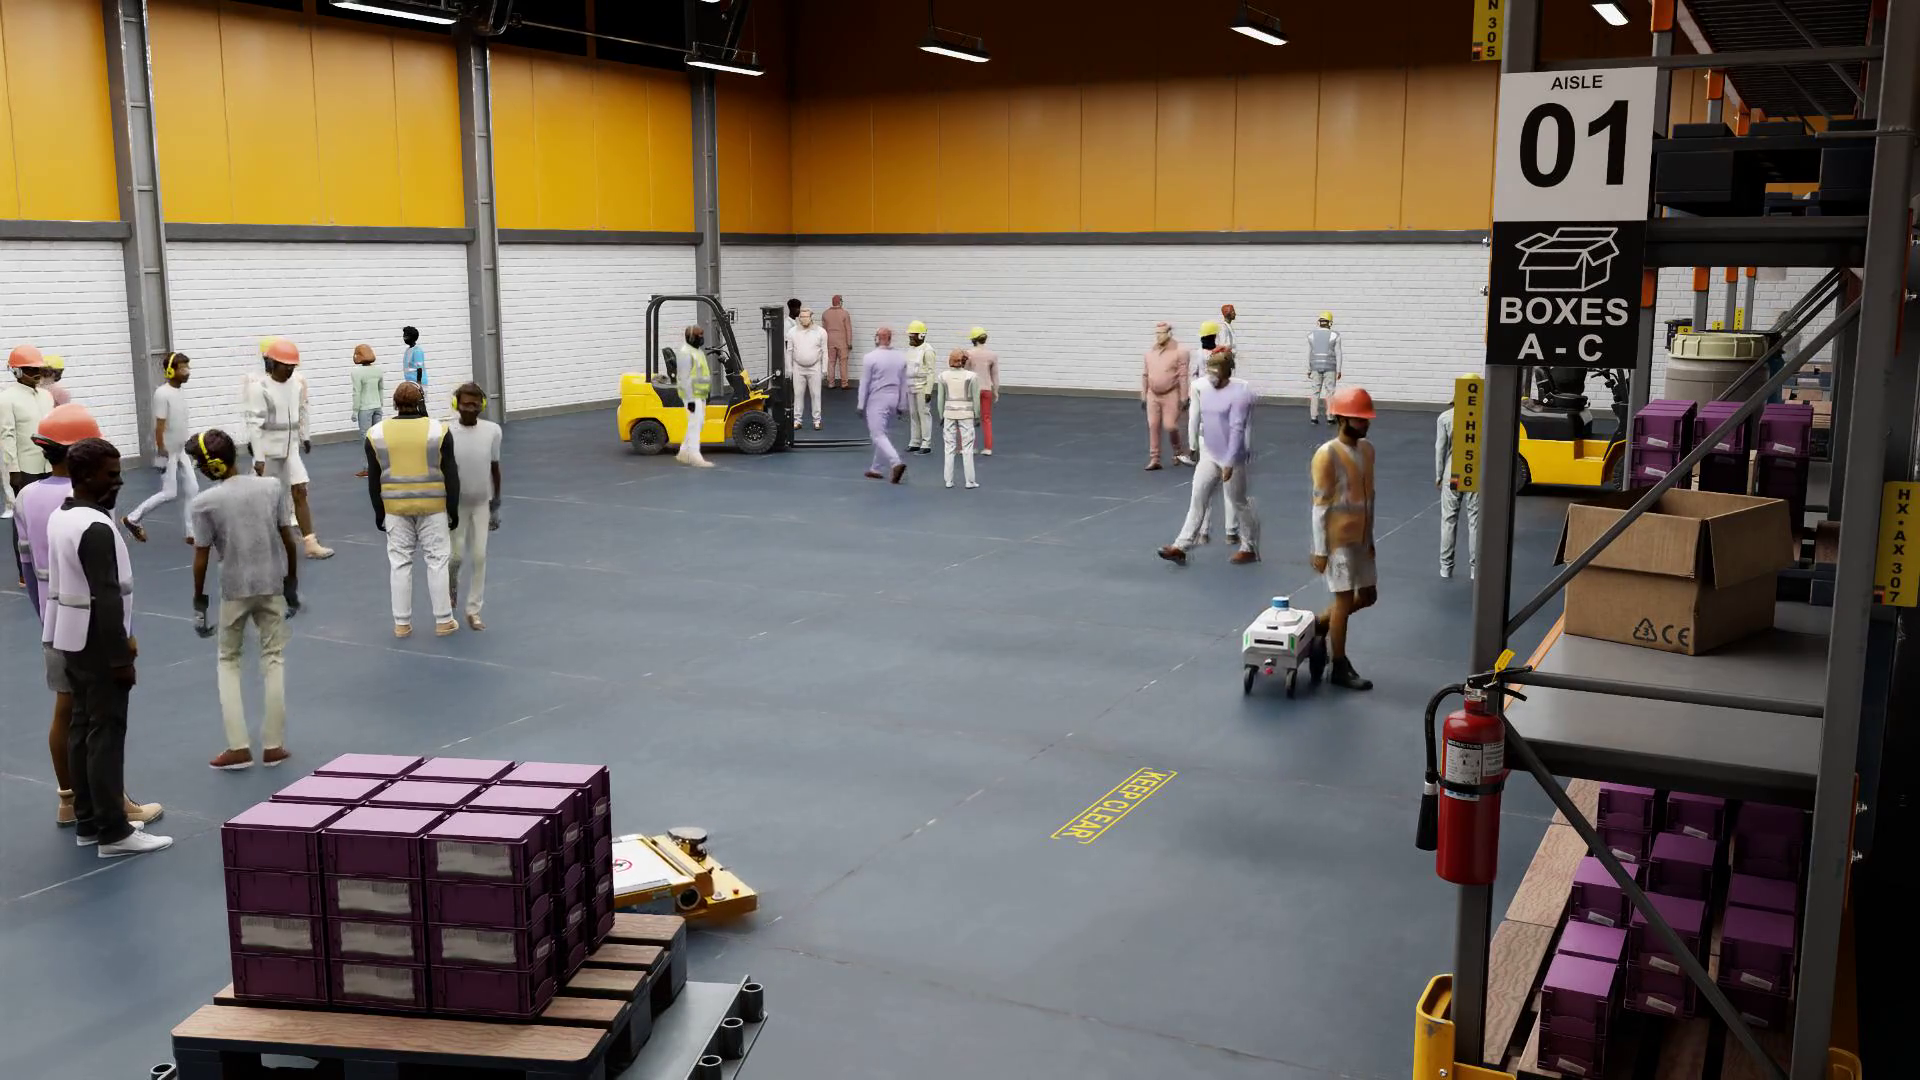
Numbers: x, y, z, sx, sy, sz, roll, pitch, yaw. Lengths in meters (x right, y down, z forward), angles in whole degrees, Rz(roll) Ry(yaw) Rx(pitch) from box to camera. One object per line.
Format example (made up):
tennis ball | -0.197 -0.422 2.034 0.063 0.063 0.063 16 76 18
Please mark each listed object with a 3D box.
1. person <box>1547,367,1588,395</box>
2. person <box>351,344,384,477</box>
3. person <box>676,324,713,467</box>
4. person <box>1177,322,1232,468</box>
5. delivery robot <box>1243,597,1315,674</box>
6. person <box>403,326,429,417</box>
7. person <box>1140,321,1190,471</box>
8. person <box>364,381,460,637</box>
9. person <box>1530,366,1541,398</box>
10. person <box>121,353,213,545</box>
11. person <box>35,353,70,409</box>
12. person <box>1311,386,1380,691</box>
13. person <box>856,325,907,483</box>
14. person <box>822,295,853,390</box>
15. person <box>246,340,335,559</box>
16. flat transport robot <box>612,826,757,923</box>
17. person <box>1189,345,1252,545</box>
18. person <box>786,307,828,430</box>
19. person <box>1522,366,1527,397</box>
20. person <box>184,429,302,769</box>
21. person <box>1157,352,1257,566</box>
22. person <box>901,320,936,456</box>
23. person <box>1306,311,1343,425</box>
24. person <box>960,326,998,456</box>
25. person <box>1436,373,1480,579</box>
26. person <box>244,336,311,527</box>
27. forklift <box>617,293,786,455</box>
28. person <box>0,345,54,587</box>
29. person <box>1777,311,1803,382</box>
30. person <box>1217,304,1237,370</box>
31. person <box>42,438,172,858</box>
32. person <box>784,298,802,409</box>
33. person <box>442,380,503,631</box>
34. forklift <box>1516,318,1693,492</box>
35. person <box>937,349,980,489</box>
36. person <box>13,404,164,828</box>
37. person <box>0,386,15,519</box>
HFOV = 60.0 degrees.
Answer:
person | 8.293 -2.221 22.931 0.682 2.000 0.538 -1 10 -6
person | -7.278 -1.590 20.449 0.285 1.636 0.500 4 11 23
person | -3.430 -1.856 21.438 0.458 1.847 0.637 1 10 7
person | 3.204 -1.869 21.392 1.034 1.862 0.591 -5 11 -26
delivery robot | 2.037 0.606 10.590 0.477 0.478 0.707 4 11 22
person | -7.950 -2.278 24.284 0.321 1.690 0.536 -7 12 -35
person | 2.582 -1.817 21.024 0.677 1.891 0.472 6 12 32
person | -3.897 -0.218 11.915 0.627 1.844 0.429 -2 10 -9
person | 8.686 -2.611 25.839 0.632 1.823 0.779 8 13 38
person | -7.422 -0.832 15.507 0.749 1.837 0.571 0 10 0
person | -9.141 -0.999 16.692 0.539 1.743 0.520 3 10 18
person | 2.406 -0.022 10.548 0.563 1.921 0.546 -9 13 -42
person | -0.905 -1.640 20.026 0.860 1.881 0.640 9 13 43
person | -2.448 -3.975 33.476 0.642 1.908 0.410 4 11 22
person | -6.186 -0.820 14.995 1.073 1.983 0.655 5 11 25
flat transport robot | -1.617 1.456 6.764 1.431 0.197 0.652 -6 11 -30
person | 2.451 -0.893 15.694 0.585 1.883 0.343 3 10 14
person | -2.370 -2.645 25.776 0.652 1.906 0.402 0 10 2
person | 7.660 -2.174 22.959 0.379 1.937 0.547 4 11 21
person | -3.776 0.324 8.847 0.566 1.841 0.359 -7 12 -35
person | 2.237 -0.688 14.518 1.019 1.879 0.646 -7 12 -34
person | -0.572 -2.062 22.606 0.404 1.835 0.587 -6 12 -31
person | 5.821 -2.740 26.560 0.586 1.826 0.403 5 11 28
person | 0.240 -2.009 22.524 0.584 1.754 0.369 -6 11 -31
person | 4.271 -0.541 14.067 0.483 1.744 0.306 5 11 25
person | -6.842 -1.079 16.657 0.594 1.925 0.387 -2 10 -13
forklift | -3.588 -2.317 23.042 2.313 2.155 1.214 -1 10 -5
person | -7.636 -0.607 13.718 0.375 1.995 0.611 1 10 7
person | 12.222 -2.469 24.778 0.646 1.894 0.666 -2 10 -14
person | 4.489 -3.014 27.978 0.352 1.884 0.579 3 10 17
person | -3.950 0.491 7.599 0.393 1.915 0.587 -9 13 -43
person | -2.941 -3.262 29.220 0.392 1.955 0.608 1 10 7
person | -3.618 -0.262 12.195 0.527 1.841 0.563 -5 11 -27
forklift | 7.066 -1.601 18.899 2.313 2.155 1.214 5 11 27
person | -0.010 -1.408 19.395 0.512 1.638 0.312 3 10 16
person | -4.150 0.376 7.892 0.608 2.044 0.373 4 11 23
person | -10.031 -1.033 17.214 0.521 1.638 0.311 1 10 9
